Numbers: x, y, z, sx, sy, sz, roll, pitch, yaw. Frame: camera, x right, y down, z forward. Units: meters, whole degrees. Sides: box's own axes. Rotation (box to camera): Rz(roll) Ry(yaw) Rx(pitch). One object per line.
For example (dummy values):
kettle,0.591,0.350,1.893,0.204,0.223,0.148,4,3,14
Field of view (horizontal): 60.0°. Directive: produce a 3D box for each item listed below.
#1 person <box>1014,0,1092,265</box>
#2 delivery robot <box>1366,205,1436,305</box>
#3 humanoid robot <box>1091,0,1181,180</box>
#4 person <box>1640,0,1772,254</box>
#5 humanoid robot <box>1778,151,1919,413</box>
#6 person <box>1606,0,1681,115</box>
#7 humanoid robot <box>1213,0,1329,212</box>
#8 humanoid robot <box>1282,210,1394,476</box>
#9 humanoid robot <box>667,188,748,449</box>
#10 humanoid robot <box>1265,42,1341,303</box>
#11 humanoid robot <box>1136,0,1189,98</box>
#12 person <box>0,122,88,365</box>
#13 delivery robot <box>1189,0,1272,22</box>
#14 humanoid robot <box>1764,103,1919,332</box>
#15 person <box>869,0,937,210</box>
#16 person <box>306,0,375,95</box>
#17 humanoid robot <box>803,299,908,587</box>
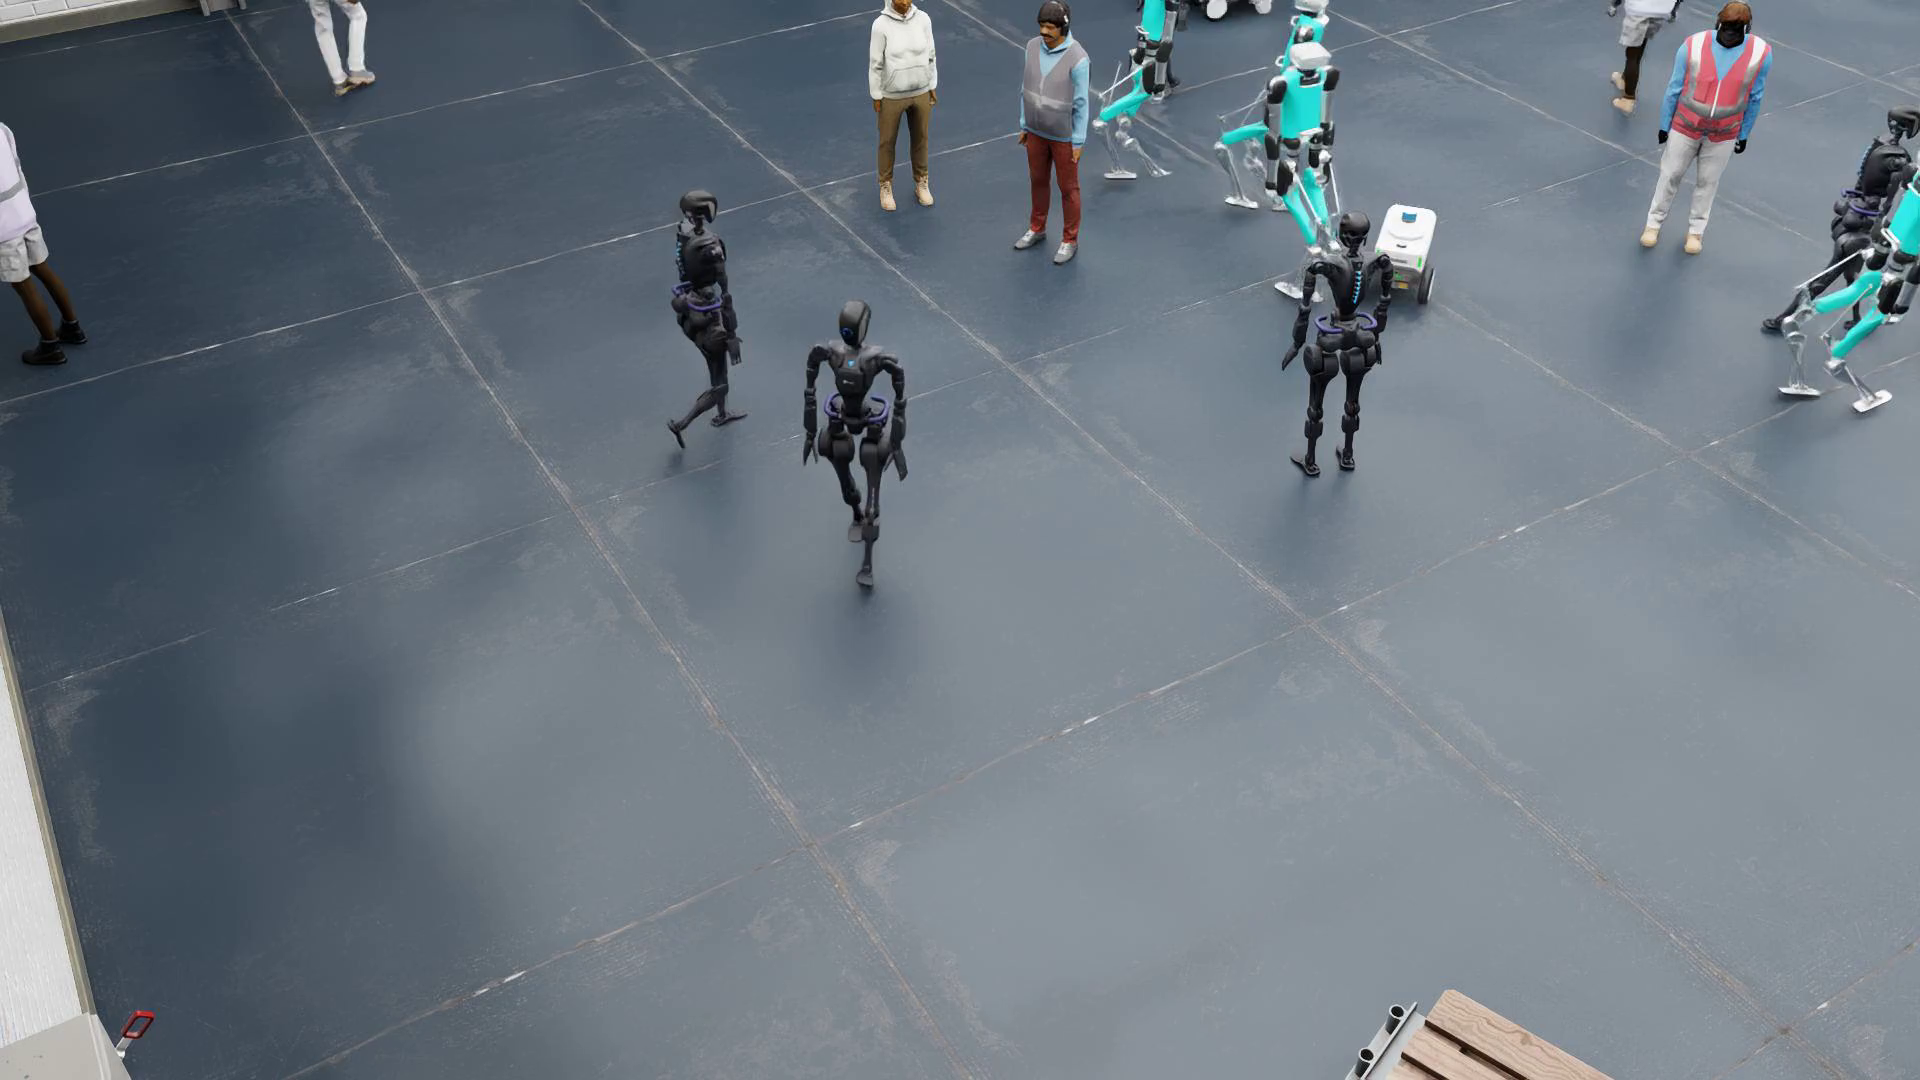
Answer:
person,0.666,-2.860,11.614,0.542,1.872,0.412,26,45,29
delivery robot,3.100,-2.039,11.629,0.499,0.587,0.777,13,40,15
humanoid robot,1.270,-3.484,12.538,0.855,1.799,0.574,-9,39,-11
person,5.232,-2.893,11.689,0.628,1.835,0.431,13,40,16
humanoid robot,5.438,-1.527,10.044,0.881,1.776,0.571,-2,38,-2
person,5.625,-4.432,13.755,0.551,1.664,0.782,-6,39,-8
humanoid robot,2.187,-3.155,12.108,0.846,1.767,0.532,13,40,16
humanoid robot,2.175,-1.131,9.577,0.599,1.653,0.315,-6,39,-8
humanoid robot,-1.571,-1.308,9.826,0.625,1.641,0.590,-25,45,-28
humanoid robot,2.356,-2.346,11.087,0.531,1.816,0.740,-18,42,-21
humanoid robot,1.713,-4.527,13.871,0.351,1.643,0.596,-25,45,-28
person,-6.047,-2.011,10.502,0.403,1.929,0.537,2,38,3
delivery robot,2.553,-5.228,15.671,0.814,0.611,0.499,-8,39,-10
humanoid robot,5.848,-2.050,10.783,0.801,1.626,0.595,6,39,7
person,-0.429,-3.297,12.253,0.513,1.758,0.375,-12,40,-15
person,-5.280,-4.679,13.905,0.602,1.870,0.508,9,39,11
humanoid robot,-0.574,-0.536,8.859,0.594,1.625,0.756,6,39,7
